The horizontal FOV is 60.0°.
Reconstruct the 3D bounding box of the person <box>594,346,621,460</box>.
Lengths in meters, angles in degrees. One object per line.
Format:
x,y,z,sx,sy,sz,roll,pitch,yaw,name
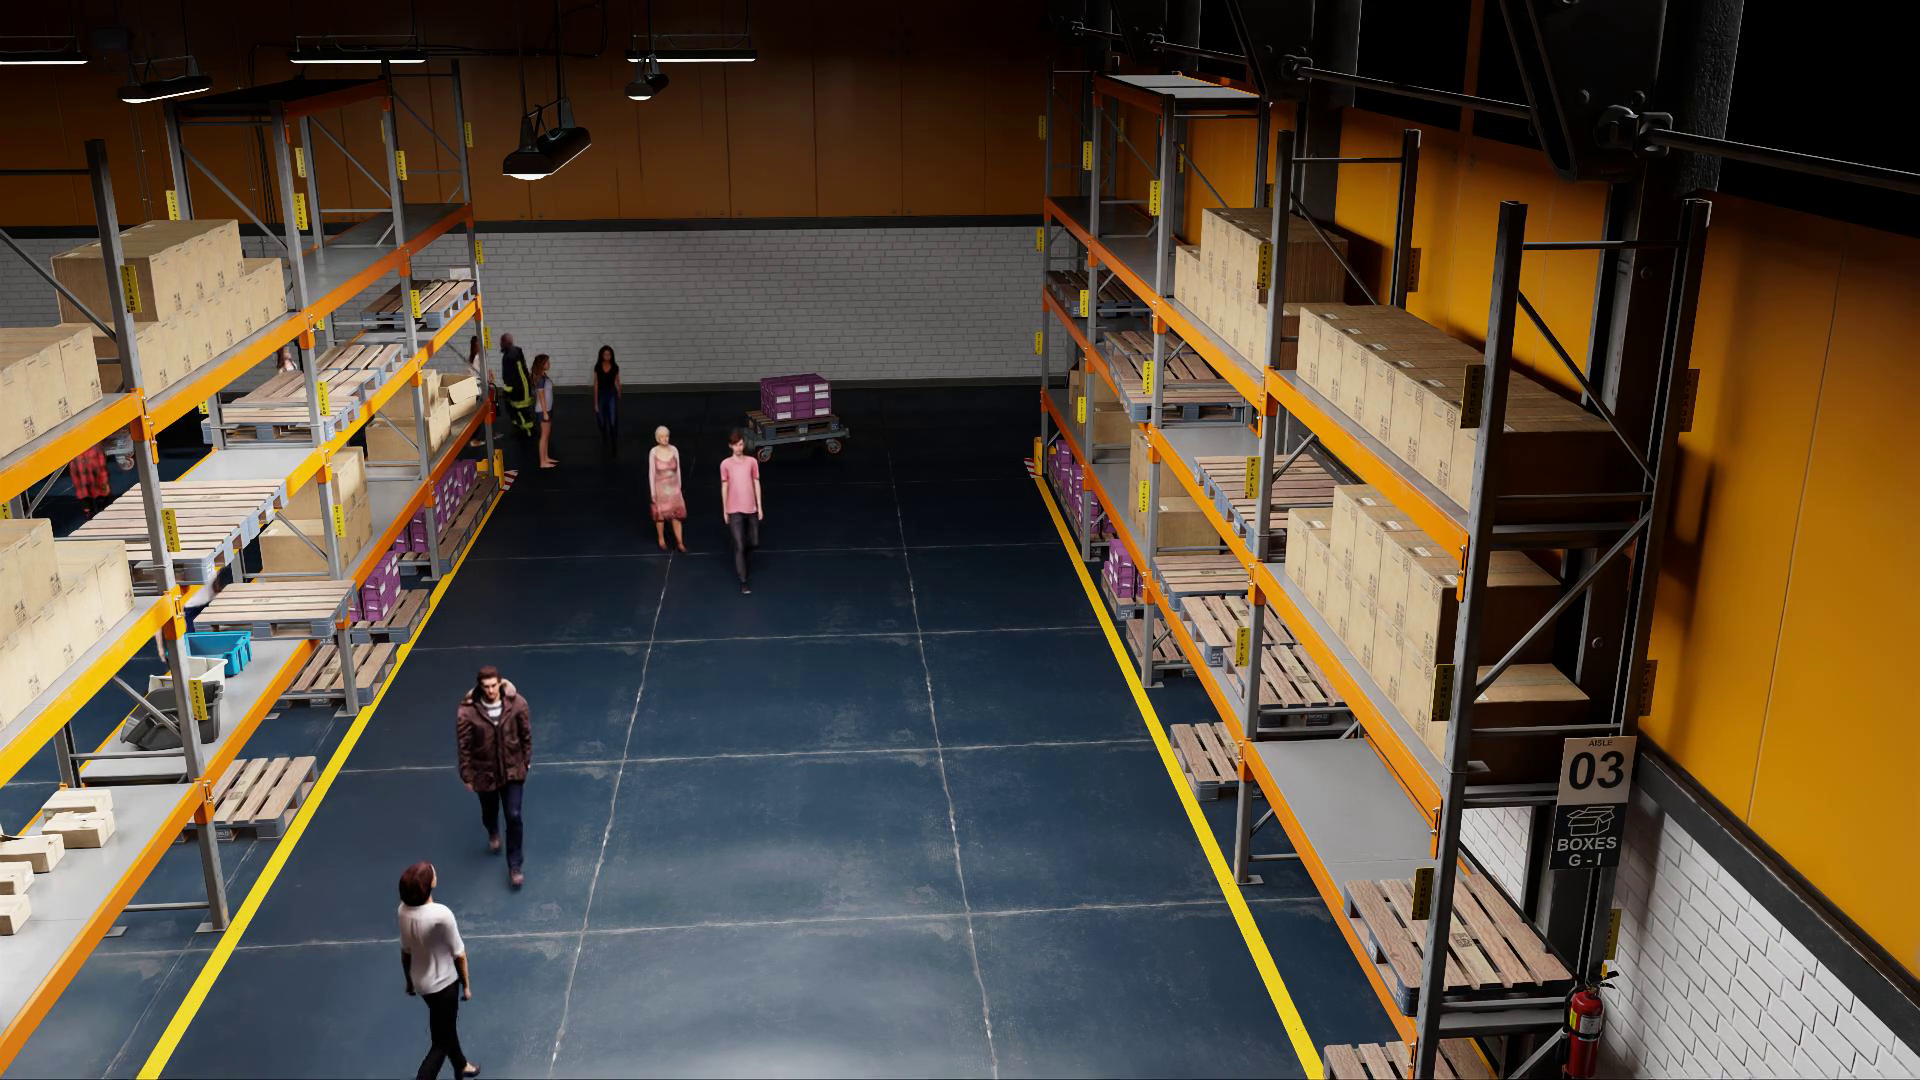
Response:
-5.450,-2.142,25.617,0.674,1.711,1.143,-5,19,-13,person

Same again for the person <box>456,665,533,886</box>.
-3.796,1.851,13.609,0.993,1.807,1.268,-7,20,-19,person

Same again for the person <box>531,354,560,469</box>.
-6.275,-1.949,25.017,0.654,1.728,0.483,-3,19,-7,person

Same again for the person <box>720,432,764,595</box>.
-2.628,-0.368,19.984,0.795,1.944,1.056,-6,20,-18,person

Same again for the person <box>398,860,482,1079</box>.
-3.382,2.902,10.553,0.945,1.765,1.179,8,20,22,person

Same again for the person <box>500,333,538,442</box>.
-6.962,-2.423,26.349,0.870,1.776,0.687,4,19,11,person

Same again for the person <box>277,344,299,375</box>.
-10.419,-2.182,25.724,0.863,1.718,1.106,4,19,11,person

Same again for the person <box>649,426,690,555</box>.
-3.803,-0.657,21.285,0.847,1.661,1.040,-10,21,-28,person

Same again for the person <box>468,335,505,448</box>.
-7.603,-2.305,26.022,0.927,1.762,0.969,18,25,42,person
